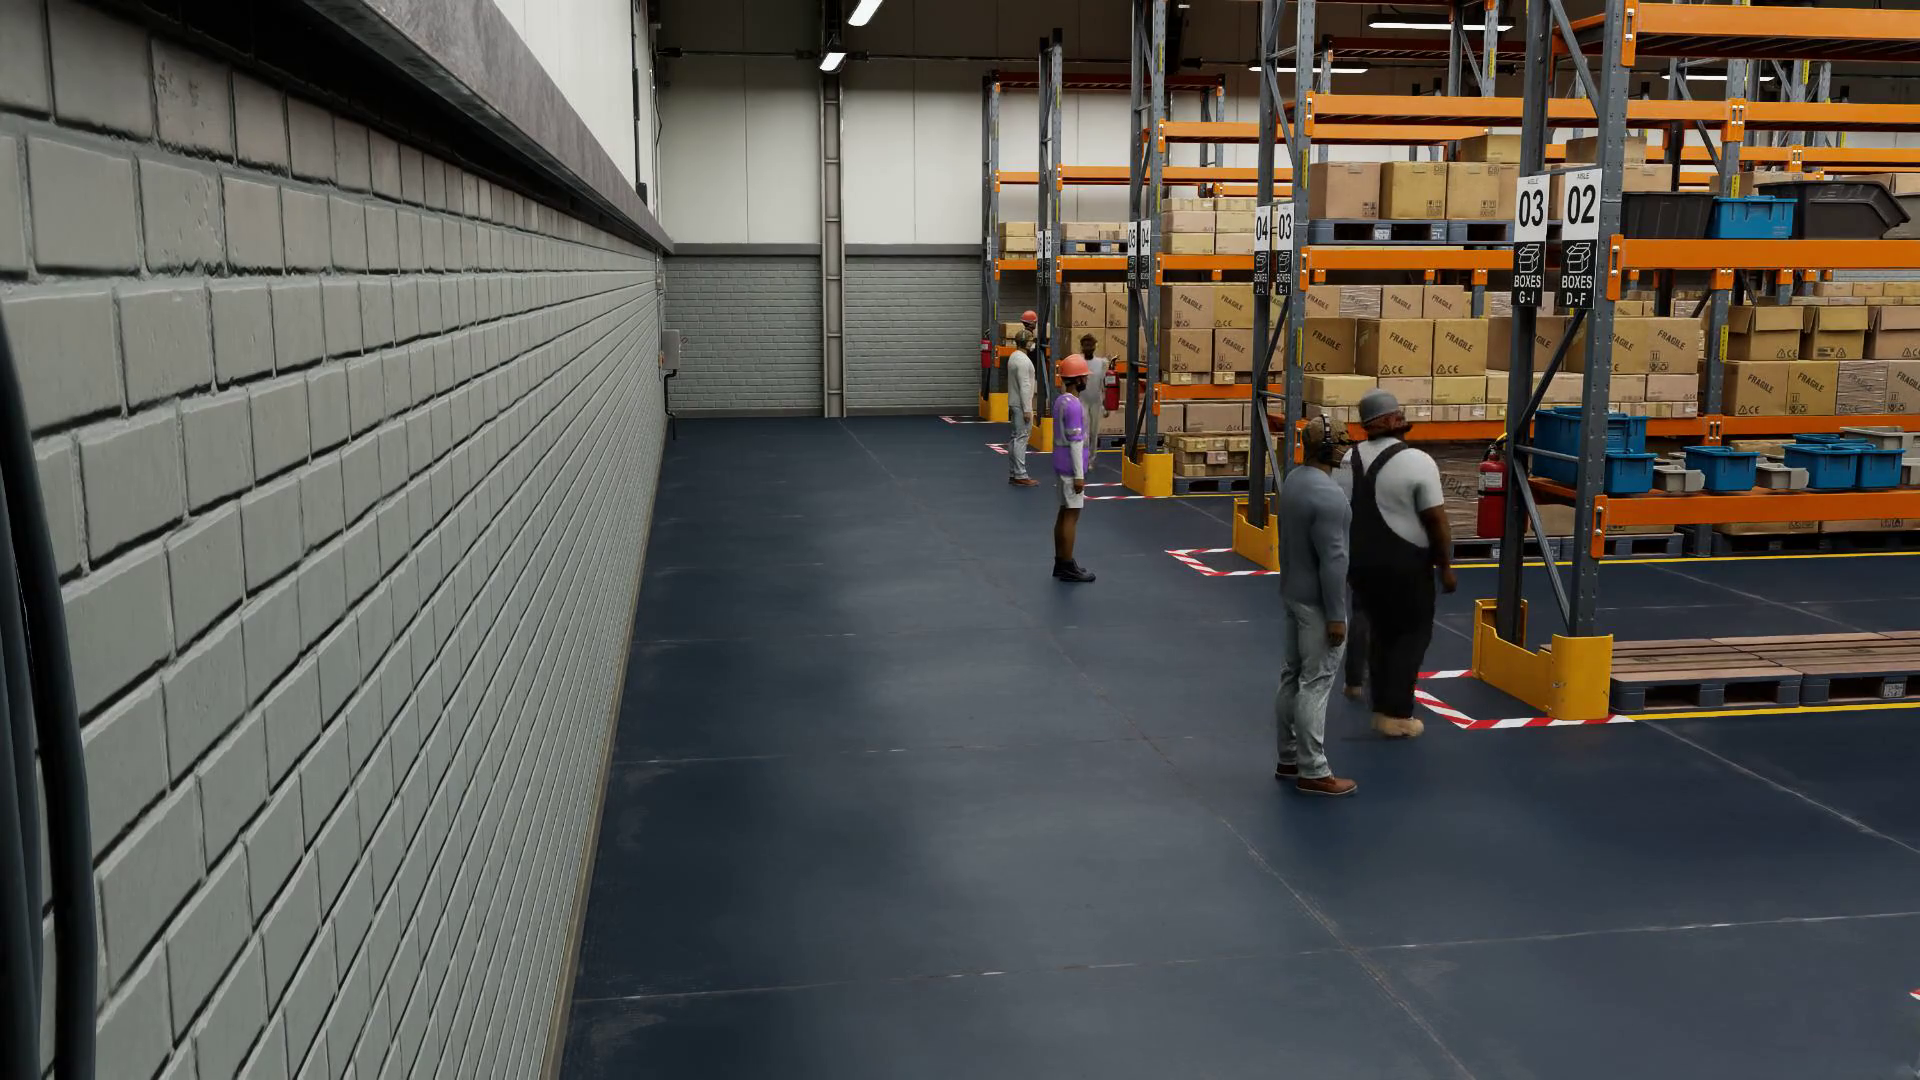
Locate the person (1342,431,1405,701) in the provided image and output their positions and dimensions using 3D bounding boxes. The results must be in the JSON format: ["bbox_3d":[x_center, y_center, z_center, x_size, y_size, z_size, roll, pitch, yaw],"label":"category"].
[{"bbox_3d":[2.625,0.076,10.408,0.559,1.802,0.665,2,9,13],"label":"person"}]

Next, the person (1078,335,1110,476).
[{"bbox_3d":[1.689,-1.753,21.656,0.513,1.820,0.980,0,9,0],"label":"person"}]

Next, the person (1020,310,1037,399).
[{"bbox_3d":[1.131,-2.771,27.366,0.368,1.996,0.622,-2,9,-9],"label":"person"}]

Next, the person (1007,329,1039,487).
[{"bbox_3d":[0.770,-1.628,20.501,0.360,1.938,0.635,-2,9,-9],"label":"person"}]

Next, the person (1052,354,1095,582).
[{"bbox_3d":[0.985,-0.611,14.244,0.374,1.937,0.553,-2,9,-9],"label":"person"}]

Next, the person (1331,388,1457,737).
[{"bbox_3d":[2.458,0.107,9.485,0.536,2.000,0.725,-7,12,-37],"label":"person"}]

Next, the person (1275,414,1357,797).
[{"bbox_3d":[1.810,0.325,8.453,0.360,1.938,0.635,-2,9,-9],"label":"person"}]
